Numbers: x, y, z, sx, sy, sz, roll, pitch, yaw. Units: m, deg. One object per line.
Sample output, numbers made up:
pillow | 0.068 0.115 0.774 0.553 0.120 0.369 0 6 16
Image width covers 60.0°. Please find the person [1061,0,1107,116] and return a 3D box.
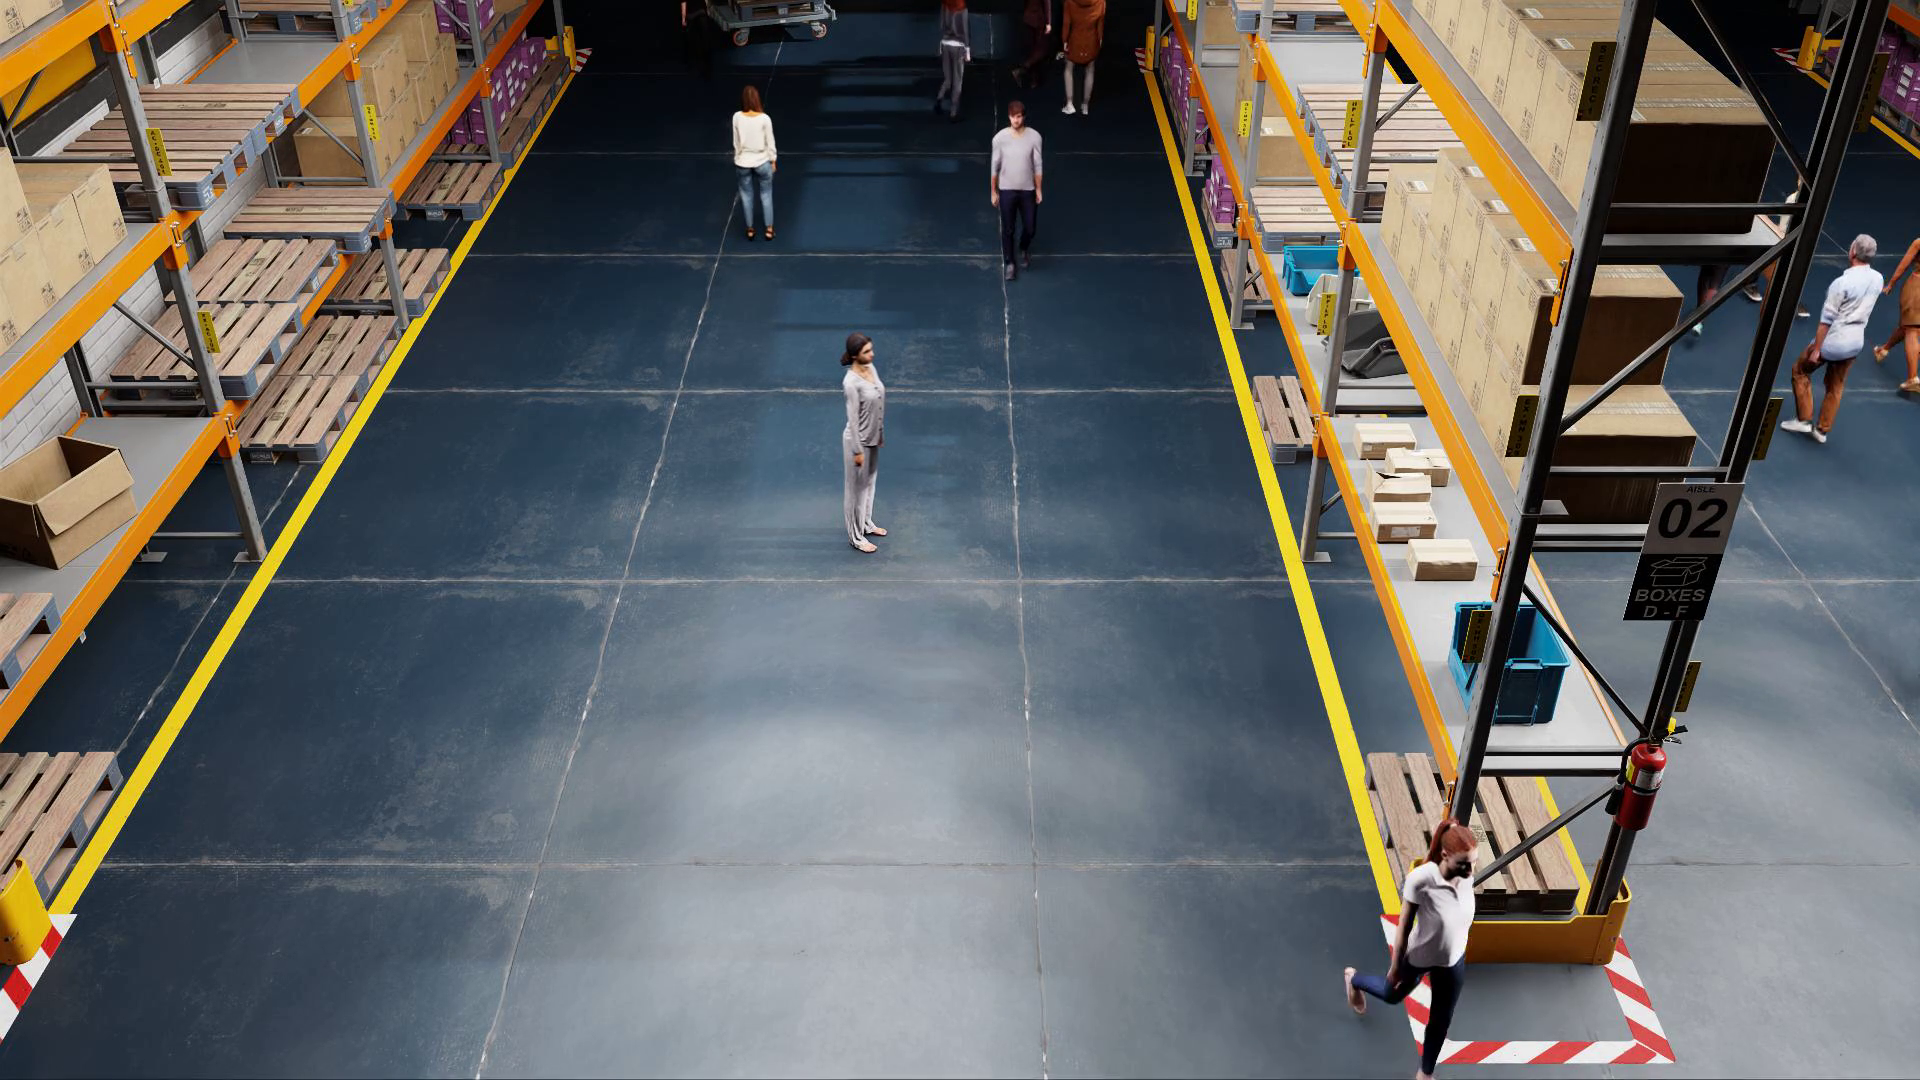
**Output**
person | 1.534 -6.167 20.666 0.719 1.835 0.728 -2 34 -3

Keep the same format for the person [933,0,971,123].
person | -0.126 -5.991 20.462 0.762 1.769 0.822 28 43 35

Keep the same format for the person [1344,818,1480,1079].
person | 2.302 2.043 8.433 0.897 1.704 1.182 -13 36 -18

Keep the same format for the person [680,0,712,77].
person | -3.475 -6.955 22.065 0.930 1.599 1.151 -16 37 -23

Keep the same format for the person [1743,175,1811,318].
person | 8.002 -2.937 16.180 0.753 1.423 1.066 -9 35 -14

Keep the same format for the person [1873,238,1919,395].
person | 8.512 -2.080 14.703 0.600 1.630 1.078 1 34 1

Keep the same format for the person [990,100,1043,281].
person | 0.577 -3.549 16.730 0.670 1.832 0.681 0 34 0

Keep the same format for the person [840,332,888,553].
person | -0.748 -0.758 12.585 0.720 1.773 0.590 13 36 18

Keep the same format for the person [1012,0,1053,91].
person | 0.944 -6.702 21.463 1.065 1.845 1.035 -21 39 -29

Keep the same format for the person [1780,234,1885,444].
person | 7.364 -1.615 13.841 0.792 1.811 0.768 -11 35 -16

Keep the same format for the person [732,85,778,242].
person | -2.180 -3.947 17.465 0.649 1.682 0.585 5 34 8
